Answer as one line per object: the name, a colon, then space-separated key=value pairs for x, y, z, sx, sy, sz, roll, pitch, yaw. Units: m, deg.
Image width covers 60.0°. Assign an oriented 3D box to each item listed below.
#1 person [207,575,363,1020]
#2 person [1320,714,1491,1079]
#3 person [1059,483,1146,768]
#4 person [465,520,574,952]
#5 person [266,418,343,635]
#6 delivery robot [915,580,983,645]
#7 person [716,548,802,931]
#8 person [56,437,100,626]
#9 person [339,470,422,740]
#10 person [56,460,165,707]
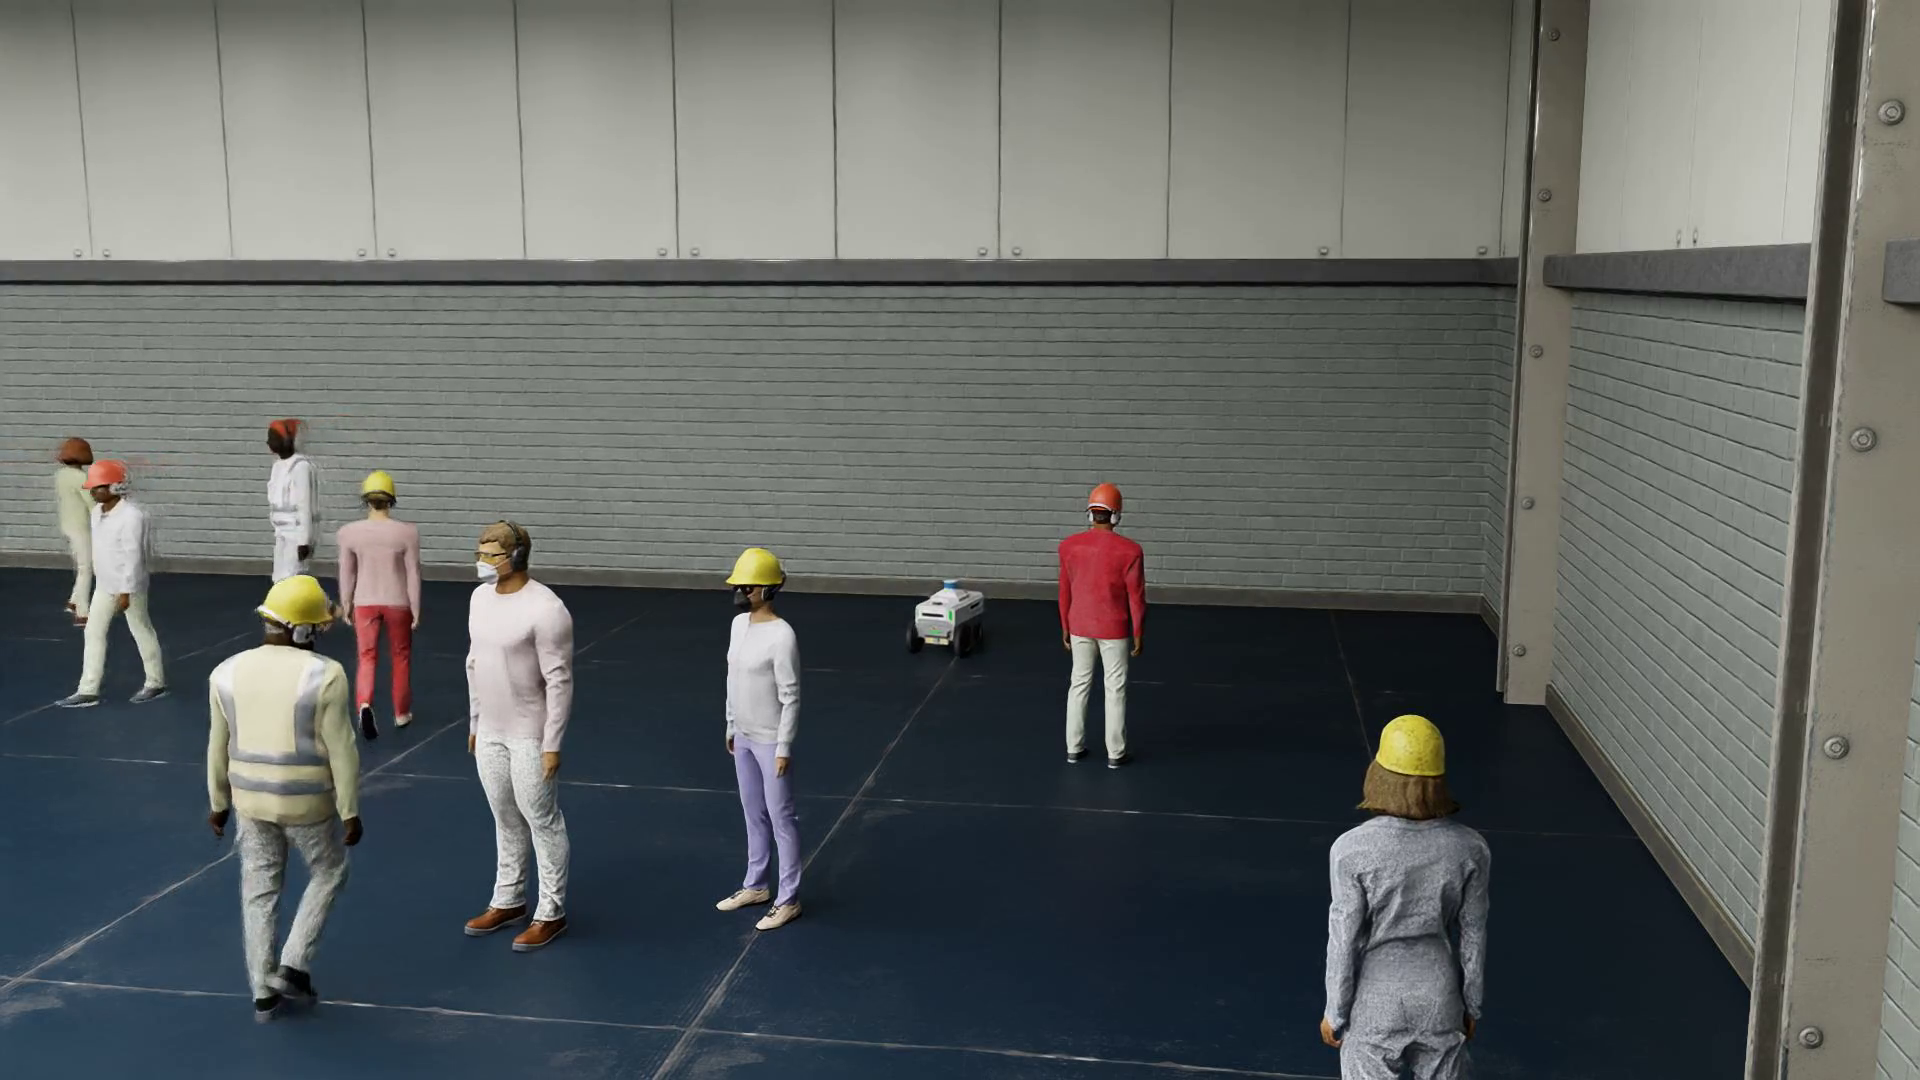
person: x=-2.732 y=1.046 z=6.756 sx=0.681 sy=1.808 sz=0.434 roll=1 pitch=9 yaw=6
person: x=1.308 y=1.373 z=4.943 sx=0.492 sy=1.742 sz=0.315 roll=-1 pitch=9 yaw=-7
person: x=0.879 y=0.519 z=10.208 sx=0.567 sy=1.743 sz=0.349 roll=5 pitch=10 yaw=26
person: x=-1.988 y=0.866 z=7.466 sx=0.627 sy=1.940 sz=0.371 roll=7 pitch=11 yaw=36
person: x=-5.323 y=-0.054 z=13.379 sx=0.576 sy=1.869 sz=0.577 roll=-8 pitch=12 yaw=-42
delivery robot: x=-0.079 y=0.565 z=13.296 sx=0.477 sy=0.478 sz=0.707 roll=4 pitch=10 yaw=22
person: x=-0.928 y=0.911 z=7.715 sx=0.308 sy=1.772 sz=0.526 roll=-8 pitch=12 yaw=-39
person: x=-7.492 y=-0.074 z=14.238 sx=0.546 sy=1.621 sz=0.341 roll=9 pitch=13 yaw=43
person: x=-3.762 y=0.425 z=10.791 sx=0.523 sy=1.749 sz=0.726 roll=-1 pitch=9 yaw=-9
person: x=-5.902 y=0.317 z=11.487 sx=0.582 sy=1.717 sz=0.799 roll=6 pitch=11 yaw=31
